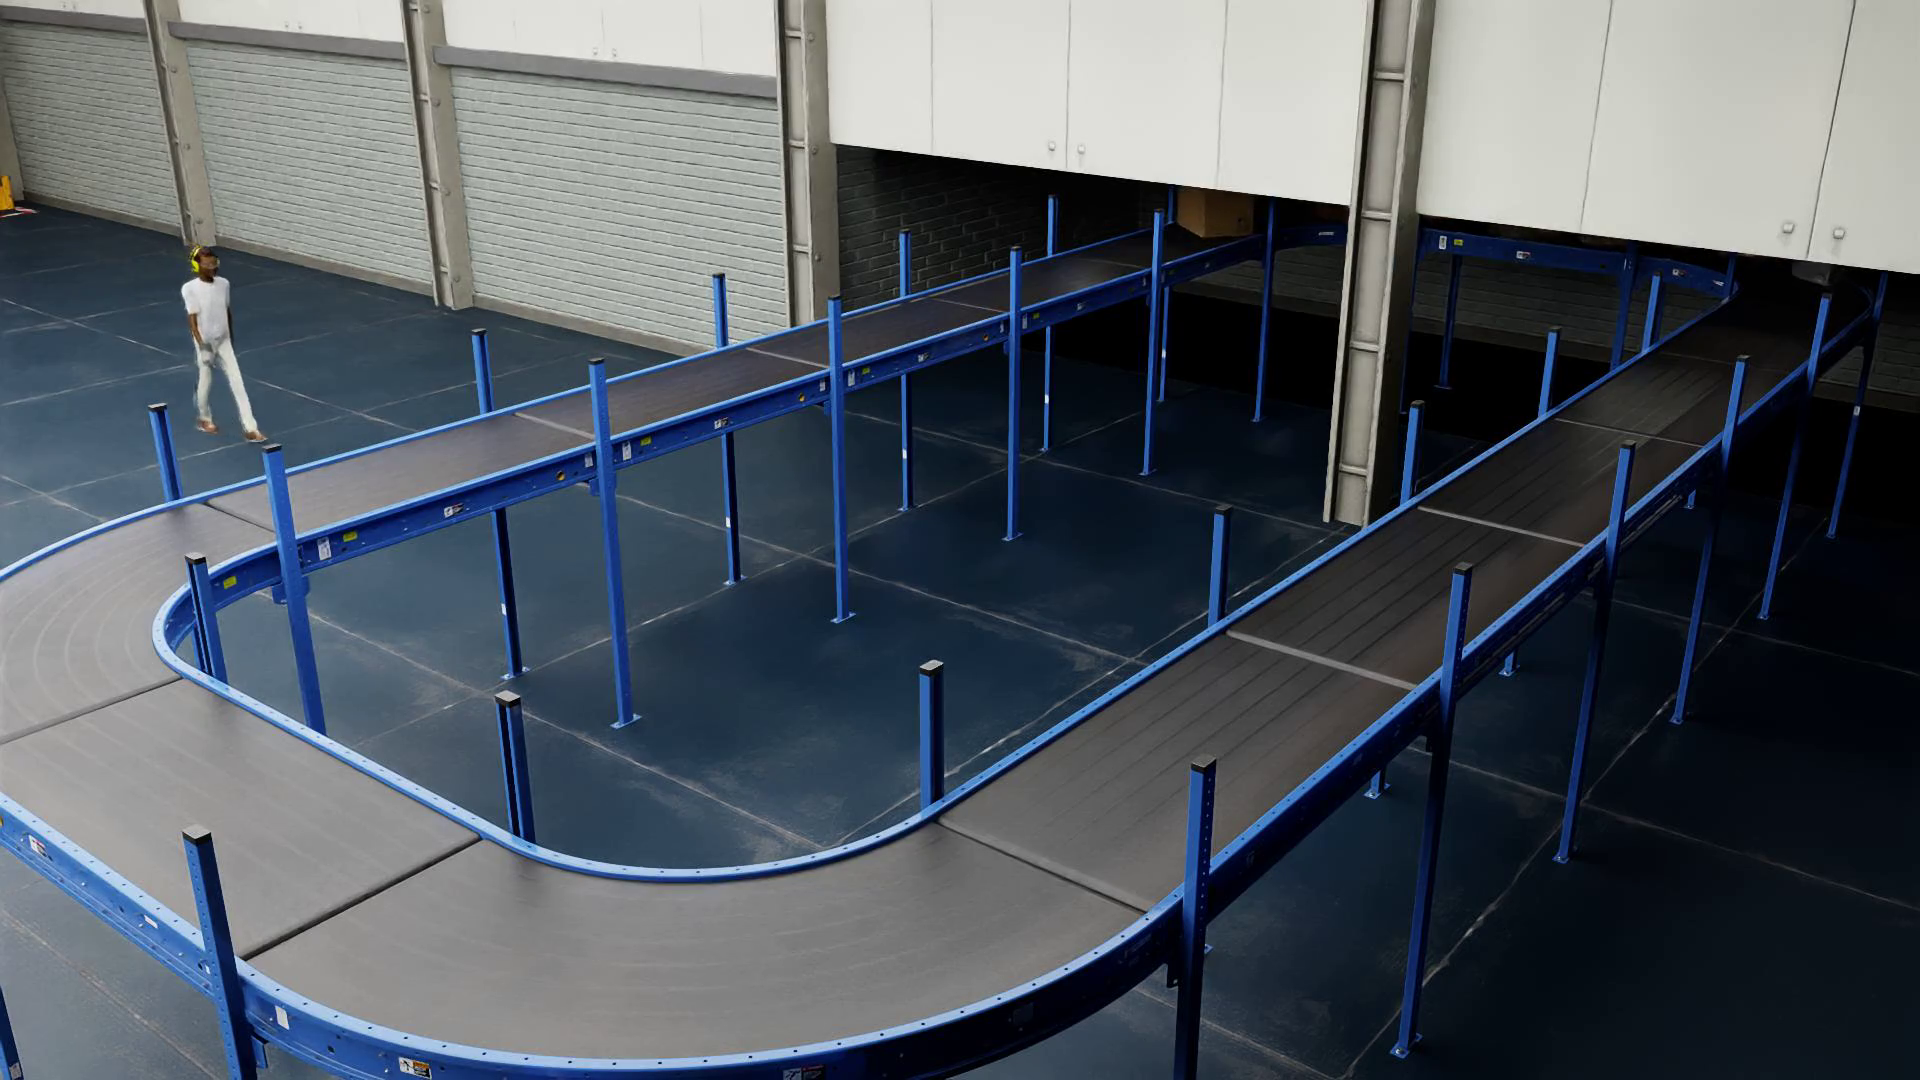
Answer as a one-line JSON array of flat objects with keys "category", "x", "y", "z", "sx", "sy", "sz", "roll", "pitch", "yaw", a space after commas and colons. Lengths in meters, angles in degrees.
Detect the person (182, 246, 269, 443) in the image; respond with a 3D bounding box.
[{"category": "person", "x": -6.838, "y": -1.799, "z": 15.285, "sx": 1.003, "sy": 1.818, "sz": 0.503, "roll": 16, "pitch": 27, "yaw": 35}]
